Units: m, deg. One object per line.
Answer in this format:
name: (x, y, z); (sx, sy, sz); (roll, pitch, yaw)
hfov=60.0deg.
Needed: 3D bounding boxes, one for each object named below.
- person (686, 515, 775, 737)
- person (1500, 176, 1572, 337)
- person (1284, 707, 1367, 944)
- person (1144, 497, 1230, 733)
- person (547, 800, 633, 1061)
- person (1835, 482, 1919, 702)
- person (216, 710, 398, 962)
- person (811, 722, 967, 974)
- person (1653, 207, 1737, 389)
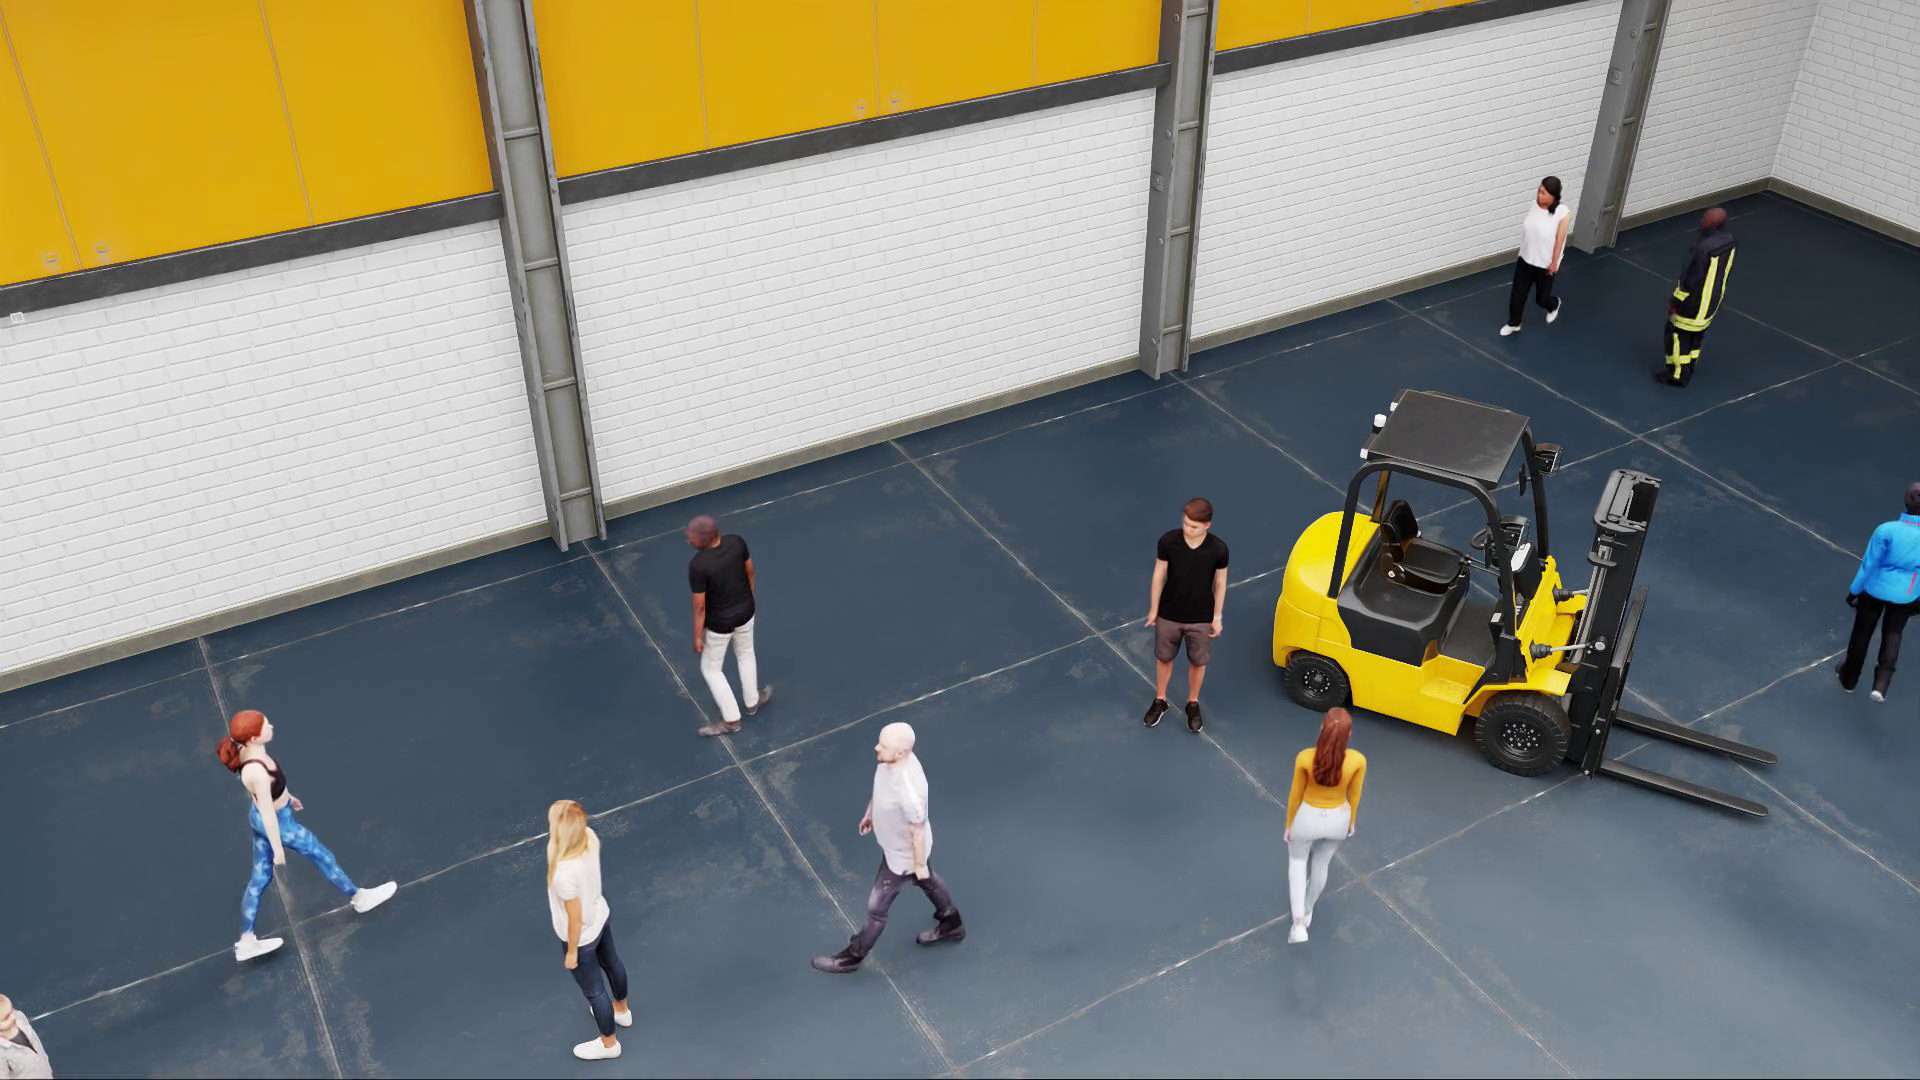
person: (-1.572, 0.547, 11.448); (0.641, 1.780, 0.968); (-18, 38, -25)
person: (5.832, -2.831, 16.630); (0.859, 1.670, 0.661); (-19, 38, -26)
person: (2.114, 1.720, 9.721); (0.911, 1.738, 0.927); (4, 34, 6)
person: (1.574, 0.481, 11.475); (0.766, 1.860, 0.827); (8, 35, 13)
person: (-2.027, 2.114, 9.066); (0.702, 1.808, 0.670); (5, 34, 7)
person: (6.524, 0.418, 11.637); (0.902, 1.785, 0.956); (7, 34, 11)
person: (-4.063, 1.741, 9.695); (1.234, 1.733, 0.696); (-23, 40, -30)
person: (-0.236, 1.759, 9.620); (1.278, 1.785, 0.935); (-6, 34, -9)
person: (7.012, -2.334, 15.764); (0.623, 1.801, 0.829); (-8, 34, -11)
